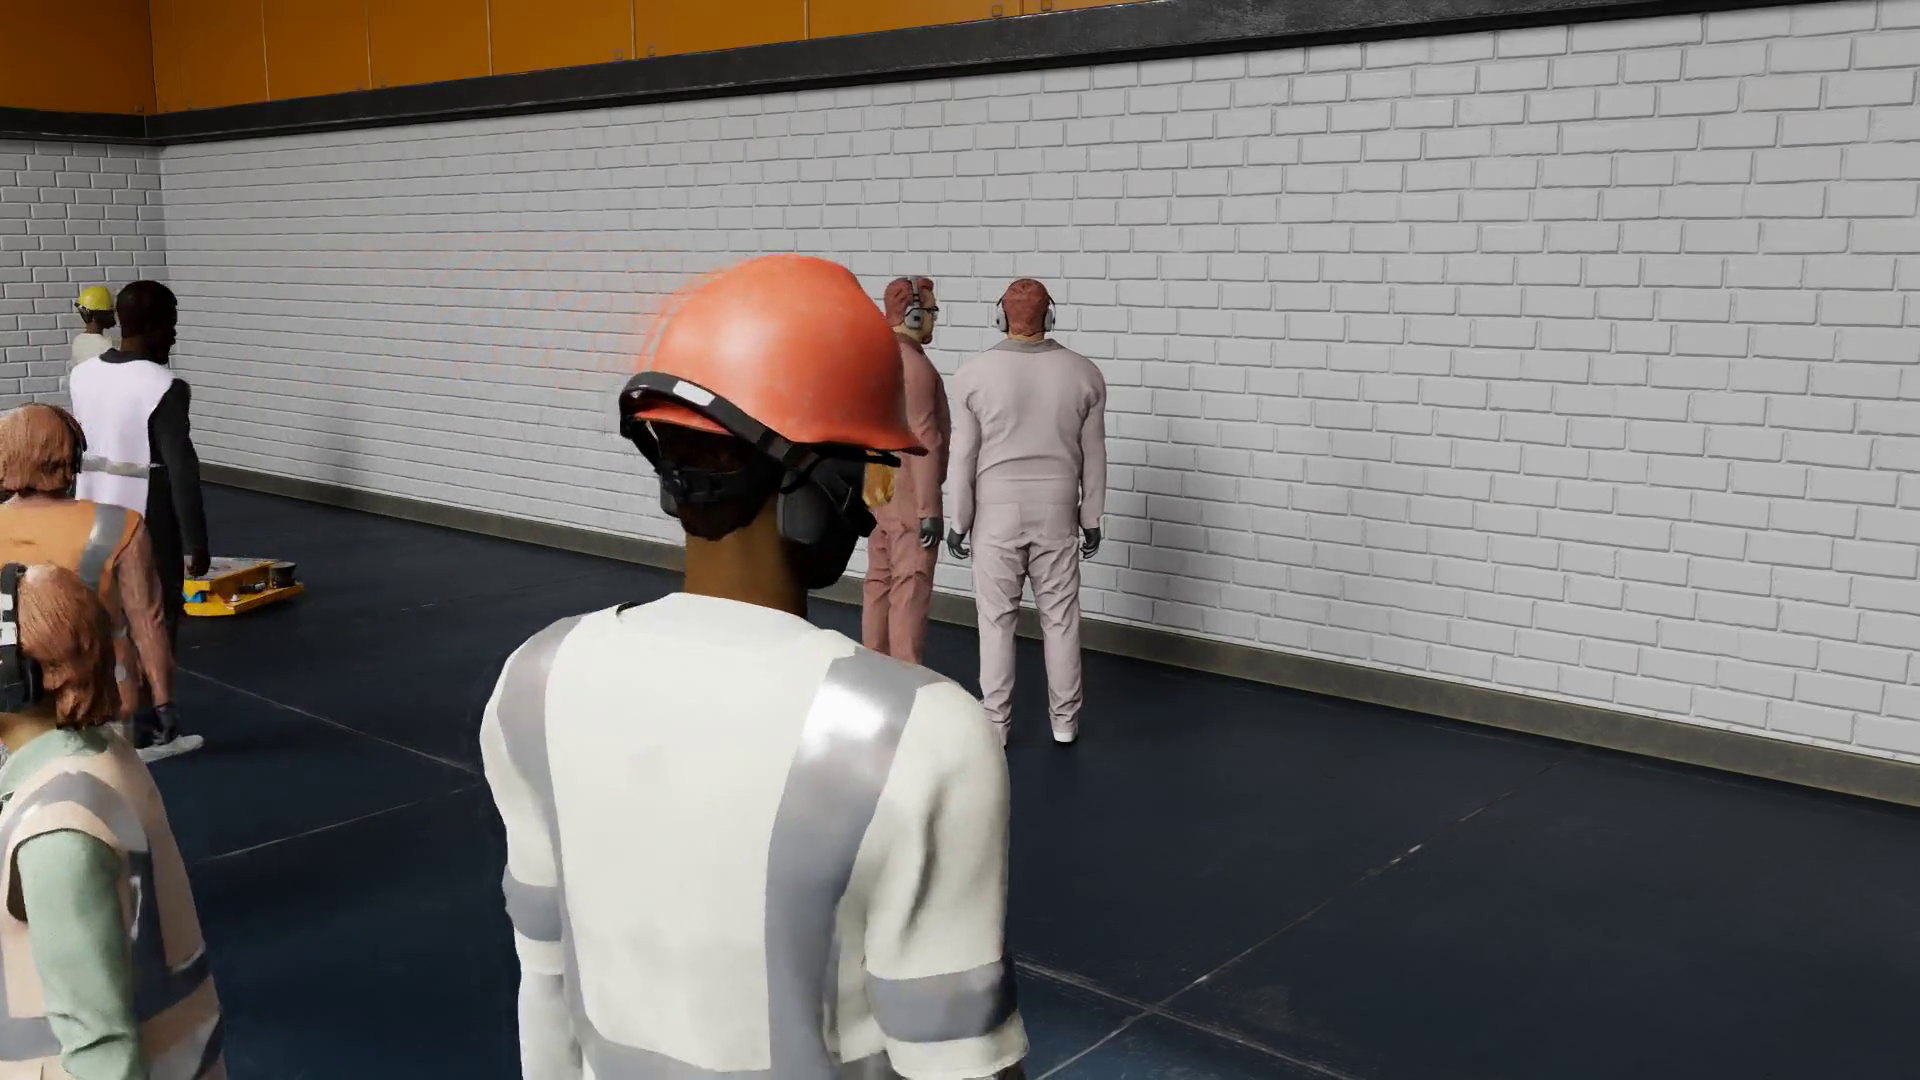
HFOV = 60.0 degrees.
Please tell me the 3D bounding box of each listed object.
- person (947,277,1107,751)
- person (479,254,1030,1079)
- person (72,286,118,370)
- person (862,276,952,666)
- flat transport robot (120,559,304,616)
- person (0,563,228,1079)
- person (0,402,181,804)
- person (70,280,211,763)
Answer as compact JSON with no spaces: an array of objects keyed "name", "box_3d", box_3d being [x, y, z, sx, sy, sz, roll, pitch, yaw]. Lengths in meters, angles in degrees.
[{"name":"person","box_3d":[0.261,-0.097,6.717,0.655,1.904,0.407,-2,10,-10]},{"name":"person","box_3d":[-0.210,0.723,1.736,0.621,2.021,0.825,6,12,31]},{"name":"person","box_3d":[-5.791,-0.827,11.272,0.528,1.768,0.313,7,12,36]},{"name":"person","box_3d":[-0.220,-0.180,7.195,0.403,1.904,0.651,-5,11,-26]},{"name":"flat transport robot","box_3d":[-4.556,0.243,9.435,1.431,0.197,0.652,2,10,11]},{"name":"person","box_3d":[-1.281,0.828,2.307,0.811,1.601,0.539,-4,11,-21]},{"name":"person","box_3d":[-2.333,0.460,4.347,0.530,1.630,0.361,-2,10,-10]},{"name":"person","box_3d":[-3.190,-0.059,6.516,0.614,1.897,0.458,5,11,27]}]
